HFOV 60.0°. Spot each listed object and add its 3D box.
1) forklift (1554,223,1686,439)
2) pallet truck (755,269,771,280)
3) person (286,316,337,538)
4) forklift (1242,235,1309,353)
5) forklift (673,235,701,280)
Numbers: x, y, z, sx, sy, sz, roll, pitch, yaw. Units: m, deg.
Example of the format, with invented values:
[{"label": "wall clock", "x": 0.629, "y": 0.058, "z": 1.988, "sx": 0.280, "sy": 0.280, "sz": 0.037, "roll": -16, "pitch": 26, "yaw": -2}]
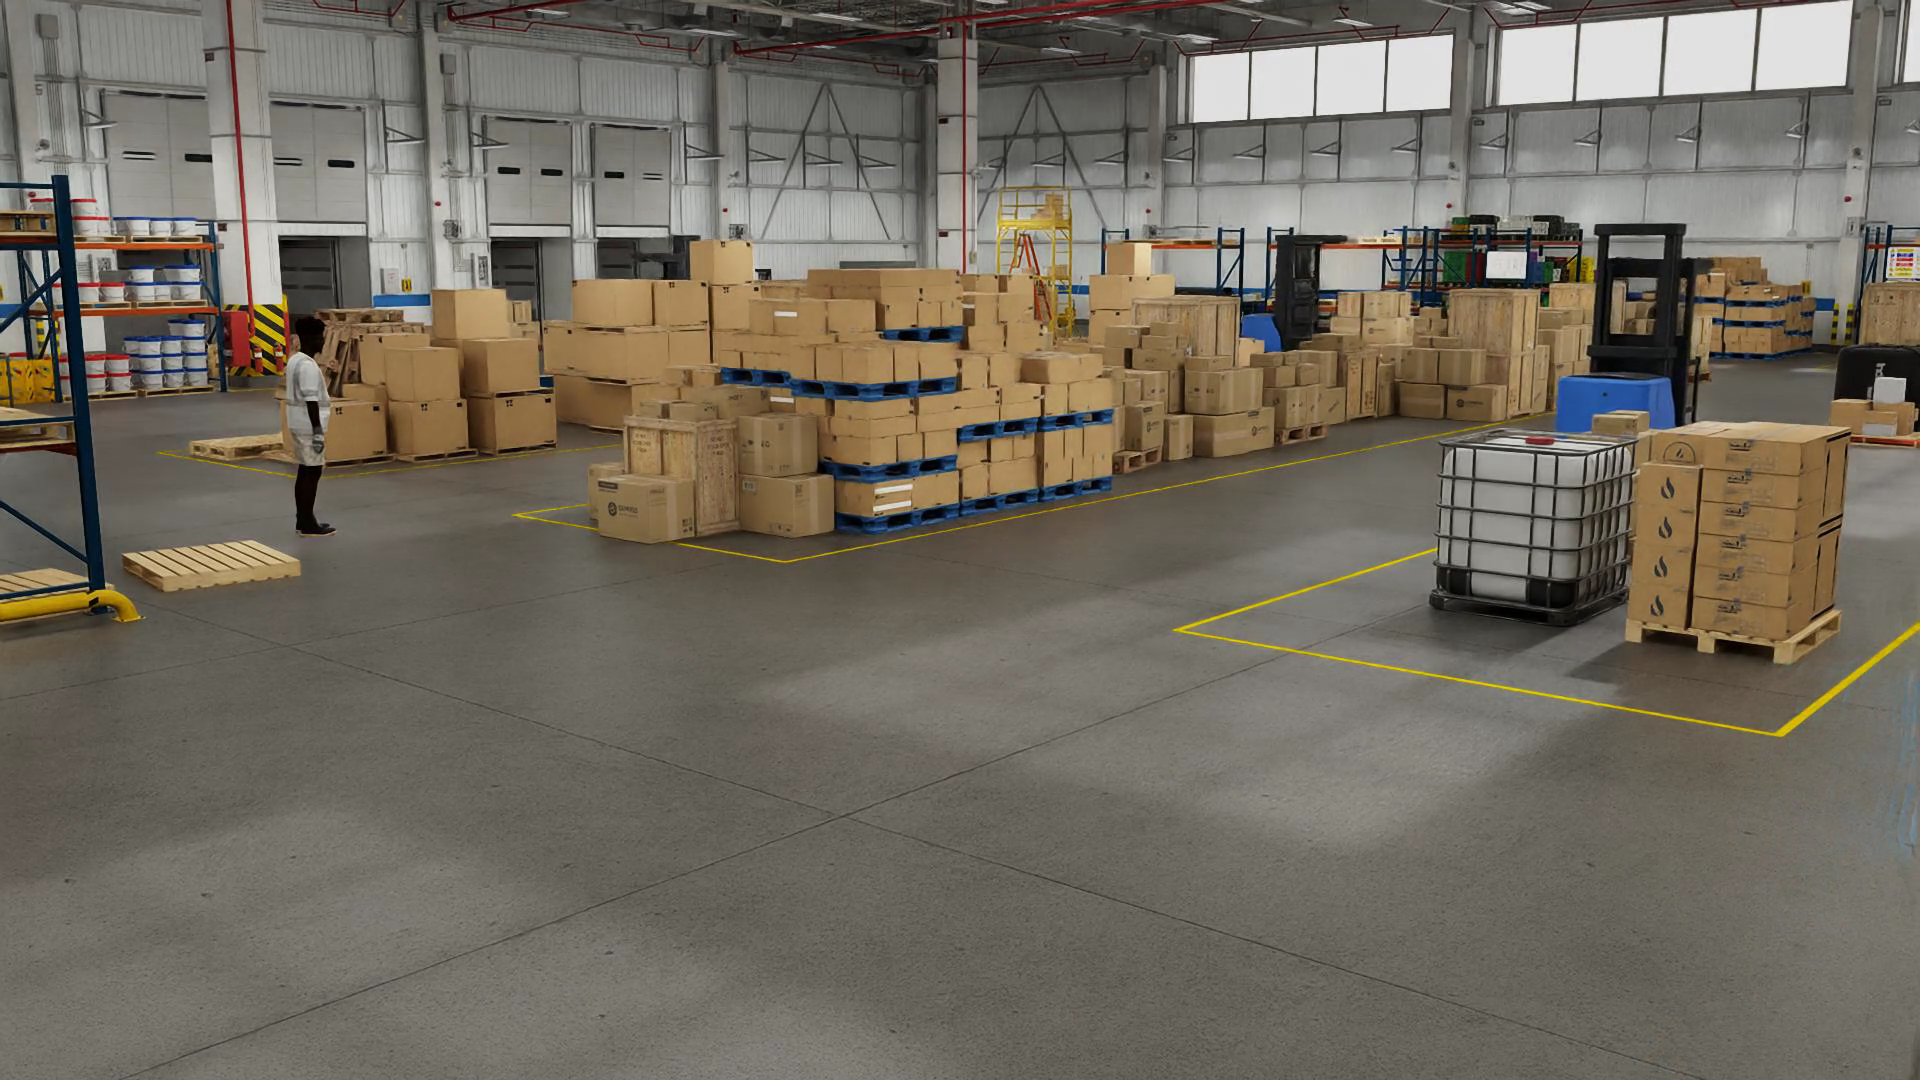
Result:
[{"label": "forklift", "x": 7.764, "y": -2.255, "z": 19.228, "sx": 1.129, "sy": 2.768, "sz": 1.873, "roll": 8, "pitch": 13, "yaw": 40}, {"label": "pallet truck", "x": -4.996, "y": -6.432, "z": 45.525, "sx": 1.885, "sy": 1.965, "sz": 0.823, "roll": -6, "pitch": 12, "yaw": -32}, {"label": "person", "x": -5.753, "y": -0.999, "z": 14.733, "sx": 0.376, "sy": 1.955, "sz": 0.607, "roll": -7, "pitch": 12, "yaw": -33}, {"label": "forklift", "x": 7.144, "y": -5.198, "z": 35.987, "sx": 1.873, "sy": 2.768, "sz": 1.129, "roll": 9, "pitch": 13, "yaw": 42}, {"label": "forklift", "x": -6.013, "y": -5.343, "z": 36.811, "sx": 1.873, "sy": 2.768, "sz": 1.129, "roll": -5, "pitch": 11, "yaw": -28}]
